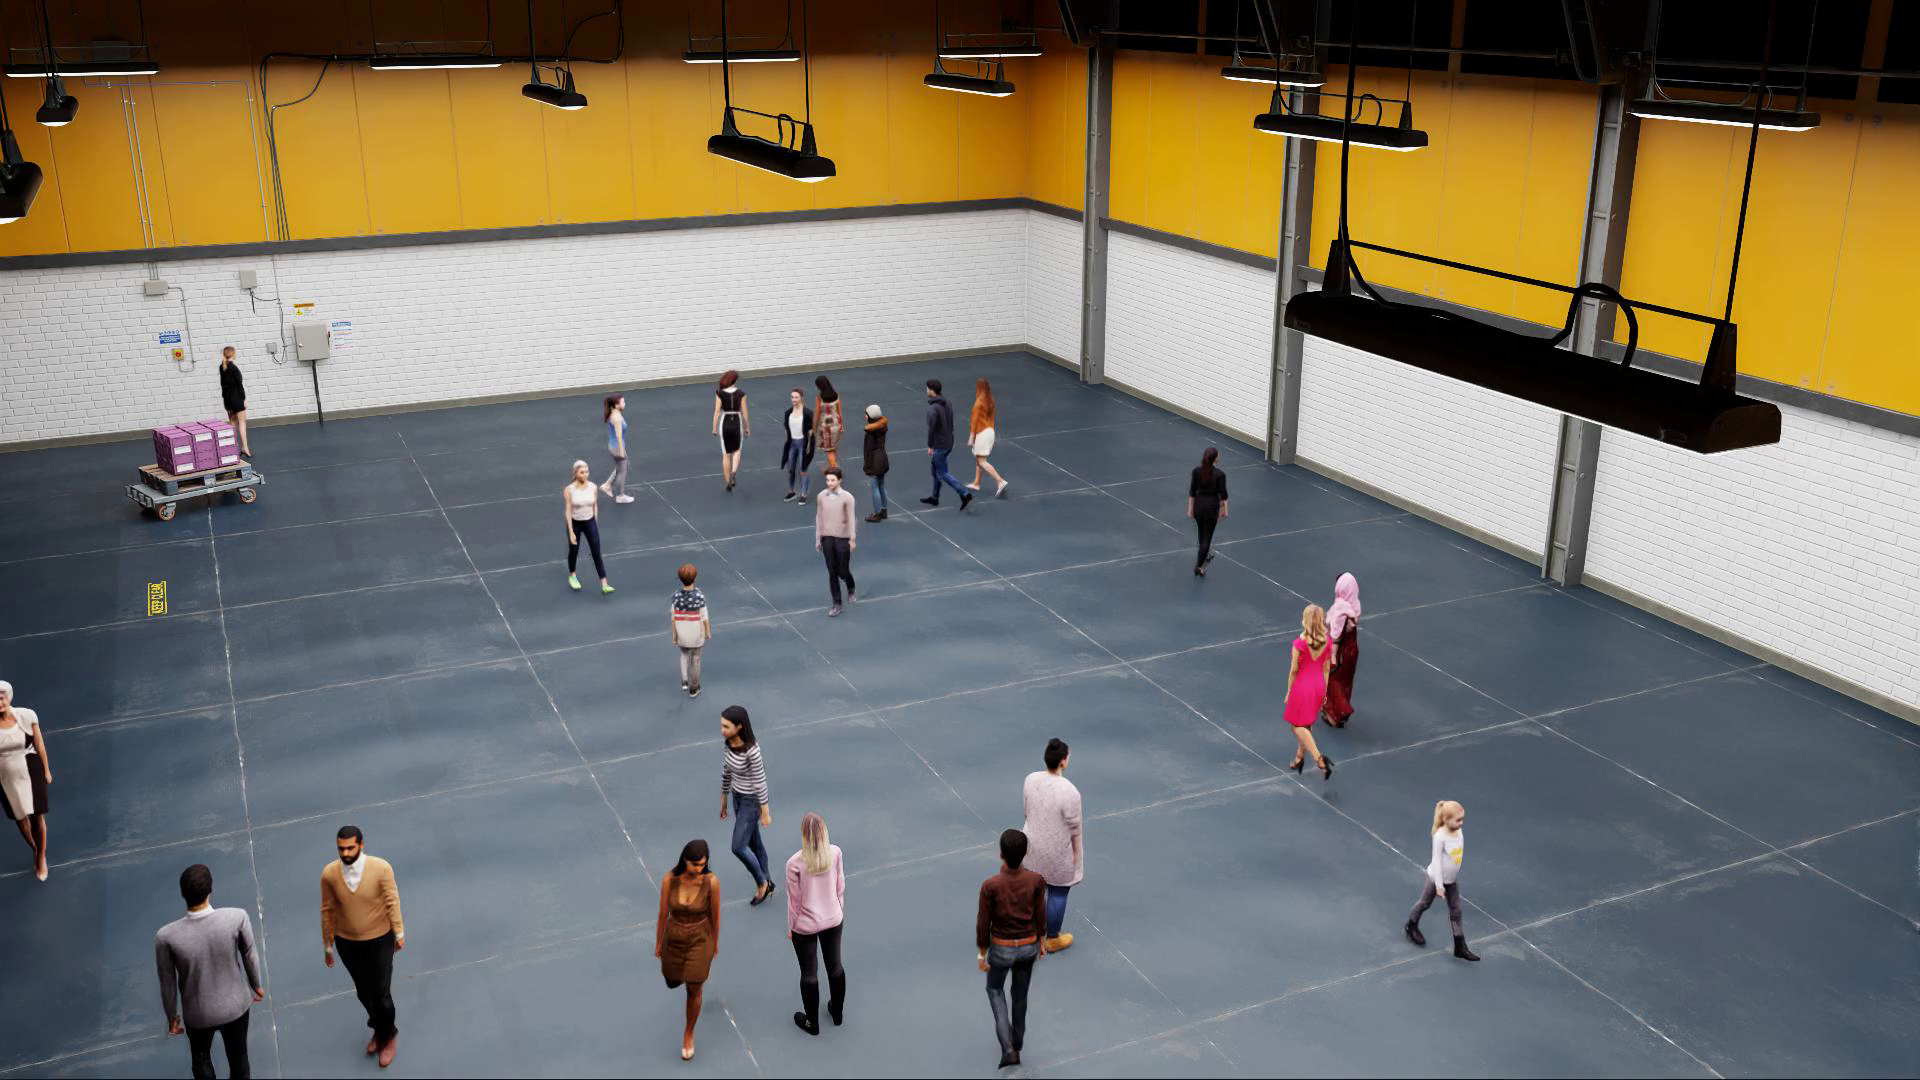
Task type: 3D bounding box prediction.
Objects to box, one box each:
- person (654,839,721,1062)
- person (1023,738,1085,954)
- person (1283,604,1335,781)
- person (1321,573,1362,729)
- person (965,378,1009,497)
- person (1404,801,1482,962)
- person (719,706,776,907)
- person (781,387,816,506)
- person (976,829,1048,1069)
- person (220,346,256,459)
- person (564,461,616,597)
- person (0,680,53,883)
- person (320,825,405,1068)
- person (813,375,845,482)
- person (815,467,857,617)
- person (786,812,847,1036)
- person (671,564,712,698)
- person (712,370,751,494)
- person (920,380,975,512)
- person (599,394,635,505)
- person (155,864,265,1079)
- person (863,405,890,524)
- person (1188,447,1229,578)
[{"bbox_3d":[-1.858,2.764,11.517,0.848,1.653,0.982,2,19,7],"label":"person"},{"bbox_3d":[0.682,2.316,12.706,0.707,1.744,0.832,16,24,40],"label":"person"},{"bbox_3d":[3.246,1.447,15.340,0.589,1.709,0.877,-8,20,-21],"label":"person"},{"bbox_3d":[3.827,1.114,16.459,0.765,1.626,0.733,18,25,42],"label":"person"},{"bbox_3d":[0.399,-1.465,24.010,1.130,1.696,0.964,12,22,31],"label":"person"},{"bbox_3d":[3.634,2.568,12.729,0.569,1.252,0.910,-12,22,-31],"label":"person"},{"bbox_3d":[-1.614,2.113,13.268,0.726,1.770,0.653,-14,23,-35],"label":"person"},{"bbox_3d":[-2.249,-1.355,23.708,0.752,1.679,0.808,6,20,18],"label":"person"},{"bbox_3d":[0.383,2.810,11.201,0.763,1.769,0.857,-4,19,-10],"label":"person"},{"bbox_3d":[-11.317,-2.158,25.956,0.649,1.767,0.723,8,20,23],"label":"person"},{"bbox_3d":[-4.637,-0.145,20.160,0.774,1.651,1.214,-13,22,-33],"label":"person"},{"bbox_3d":[-7.802,1.953,13.799,0.644,1.735,0.716,-7,20,-20],"label":"person"},{"bbox_3d":[-4.091,2.722,11.507,0.797,1.740,0.836,0,19,-1],"label":"person"},{"bbox_3d":[-1.909,-1.618,24.600,0.808,1.608,1.049,-13,23,-35],"label":"person"},{"bbox_3d":[-1.427,-0.021,19.563,0.860,1.797,0.919,7,20,19],"label":"person"},{"bbox_3d":[-1.005,2.684,11.700,0.607,1.688,0.555,-10,21,-28],"label":"person"},{"bbox_3d":[-2.811,0.958,17.234,0.620,1.428,0.662,2,19,7],"label":"person"},{"bbox_3d":[-3.293,-1.549,24.127,0.767,1.780,0.753,-5,19,-16],"label":"person"},{"bbox_3d":[-0.181,-1.292,23.245,1.238,1.855,1.111,9,21,25],"label":"person"},{"bbox_3d":[-4.931,-1.287,23.631,0.666,1.600,0.639,-7,20,-20],"label":"person"},{"bbox_3d":[-4.697,2.969,10.507,0.728,1.910,0.681,-9,21,-25],"label":"person"},{"bbox_3d":[-1.147,-1.063,22.912,0.784,1.634,0.723,6,20,18],"label":"person"},{"bbox_3d":[3.024,-0.314,20.696,1.019,1.628,0.978,12,22,32],"label":"person"}]
